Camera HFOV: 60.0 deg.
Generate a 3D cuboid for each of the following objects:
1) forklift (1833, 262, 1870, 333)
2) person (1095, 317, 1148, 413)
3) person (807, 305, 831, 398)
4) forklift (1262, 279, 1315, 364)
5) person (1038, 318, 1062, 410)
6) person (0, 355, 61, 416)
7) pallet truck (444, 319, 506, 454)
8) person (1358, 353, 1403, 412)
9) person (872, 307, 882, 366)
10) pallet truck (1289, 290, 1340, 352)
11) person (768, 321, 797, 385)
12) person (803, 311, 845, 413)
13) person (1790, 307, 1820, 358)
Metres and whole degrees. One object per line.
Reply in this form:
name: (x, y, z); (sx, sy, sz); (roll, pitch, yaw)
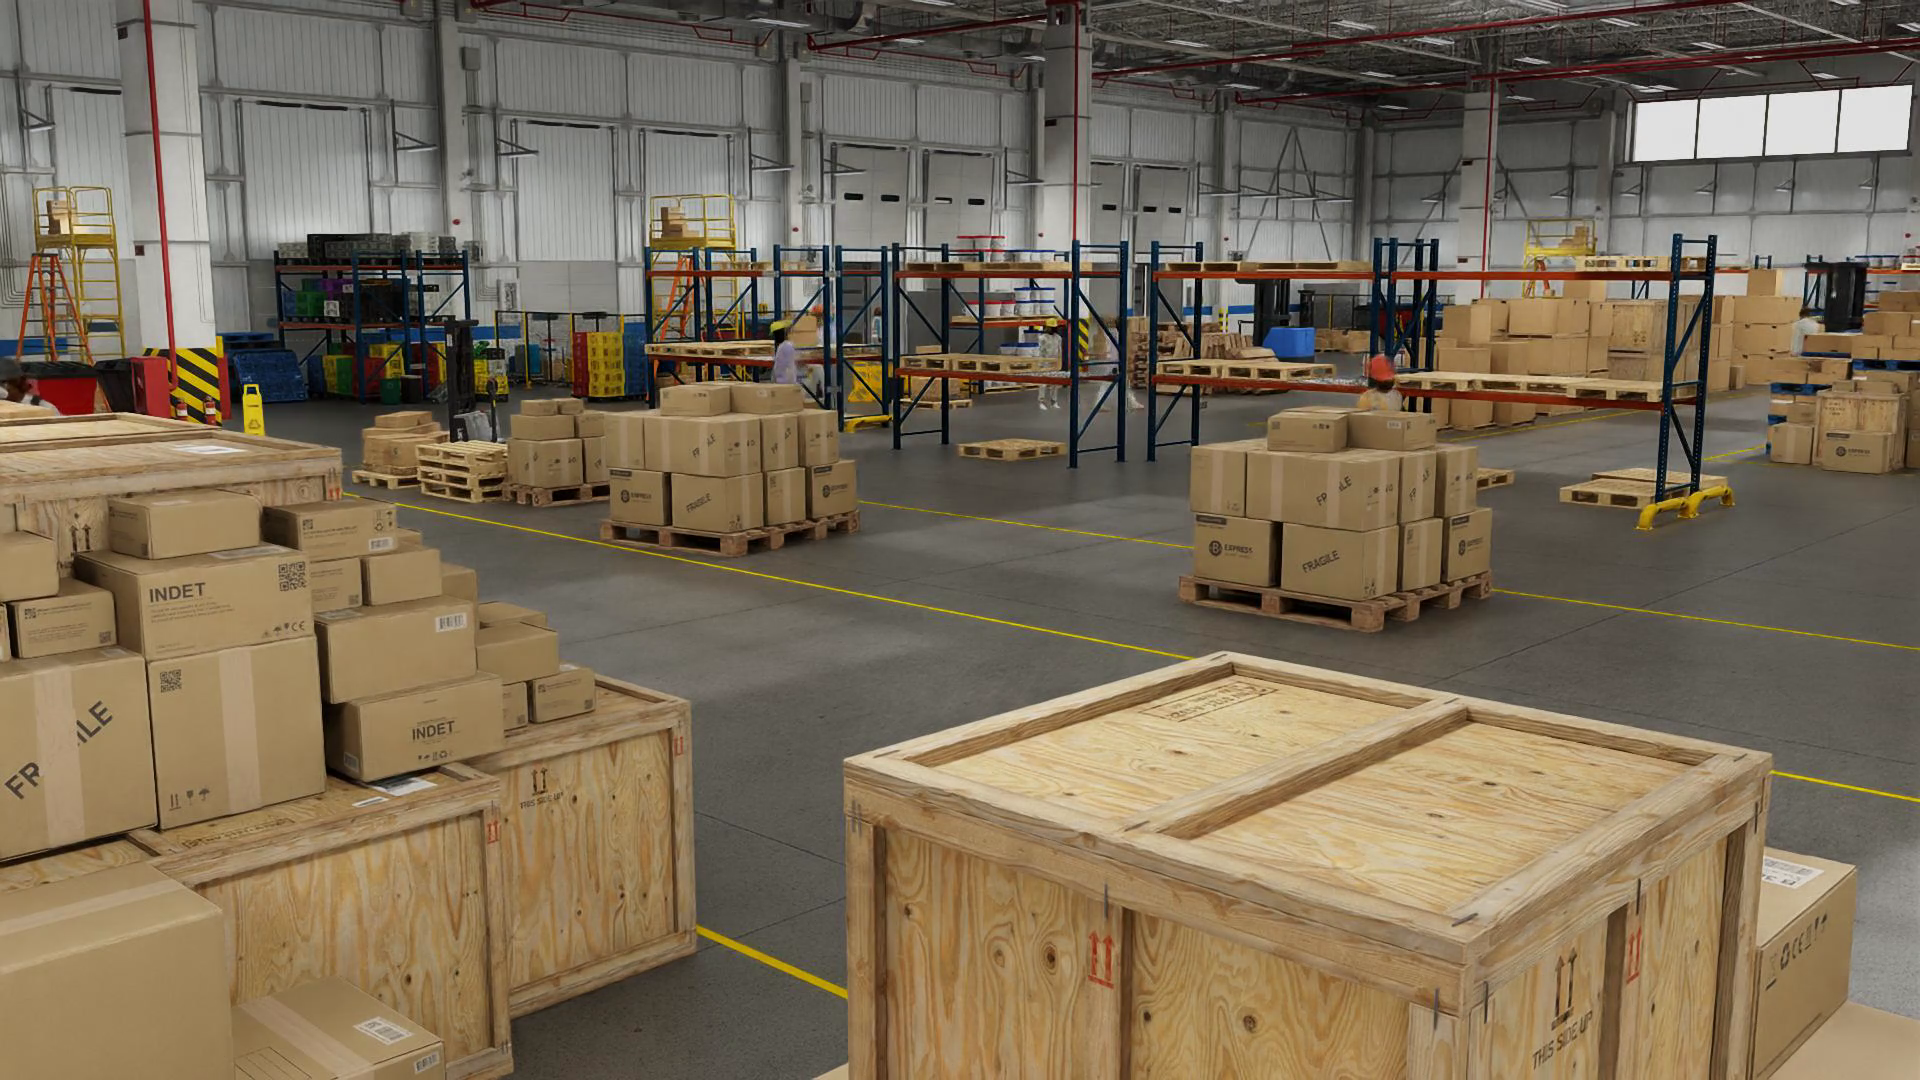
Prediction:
forklift: (22.771, -5.709, 42.546); (1.129, 2.768, 1.873); (-6, 11, -33)
person: (2.944, -3.229, 30.701); (0.982, 1.789, 0.646); (0, 9, -3)
person: (-2.903, -3.891, 34.344); (0.545, 1.925, 0.492); (3, 10, 20)
forklift: (8.555, -6.090, 44.881); (1.873, 2.768, 1.129); (9, 13, 43)
person: (1.719, -3.329, 31.469); (0.486, 1.735, 0.330); (-5, 10, -27)
person: (-7.416, -0.496, 13.153); (0.684, 2.000, 0.888); (-1, 9, -6)
pallet truck: (-6.981, -1.942, 22.150); (1.885, 1.965, 0.823); (1, 9, 9)
person: (3.811, -0.727, 14.961); (0.567, 1.917, 0.389); (-7, 12, -39)
person: (-2.209, -5.401, 44.495); (0.314, 1.633, 0.520); (-2, 9, -11)
pallet truck: (11.297, -6.951, 52.861); (1.885, 1.965, 0.823); (-5, 11, -29)
person: (-2.754, -2.368, 25.175); (0.912, 1.862, 0.621); (-2, 9, -12)
person: (-2.637, -3.254, 30.538); (1.003, 1.901, 0.642); (1, 9, 8)
person: (17.335, -3.823, 34.114); (0.696, 1.905, 0.686); (-3, 10, -19)
